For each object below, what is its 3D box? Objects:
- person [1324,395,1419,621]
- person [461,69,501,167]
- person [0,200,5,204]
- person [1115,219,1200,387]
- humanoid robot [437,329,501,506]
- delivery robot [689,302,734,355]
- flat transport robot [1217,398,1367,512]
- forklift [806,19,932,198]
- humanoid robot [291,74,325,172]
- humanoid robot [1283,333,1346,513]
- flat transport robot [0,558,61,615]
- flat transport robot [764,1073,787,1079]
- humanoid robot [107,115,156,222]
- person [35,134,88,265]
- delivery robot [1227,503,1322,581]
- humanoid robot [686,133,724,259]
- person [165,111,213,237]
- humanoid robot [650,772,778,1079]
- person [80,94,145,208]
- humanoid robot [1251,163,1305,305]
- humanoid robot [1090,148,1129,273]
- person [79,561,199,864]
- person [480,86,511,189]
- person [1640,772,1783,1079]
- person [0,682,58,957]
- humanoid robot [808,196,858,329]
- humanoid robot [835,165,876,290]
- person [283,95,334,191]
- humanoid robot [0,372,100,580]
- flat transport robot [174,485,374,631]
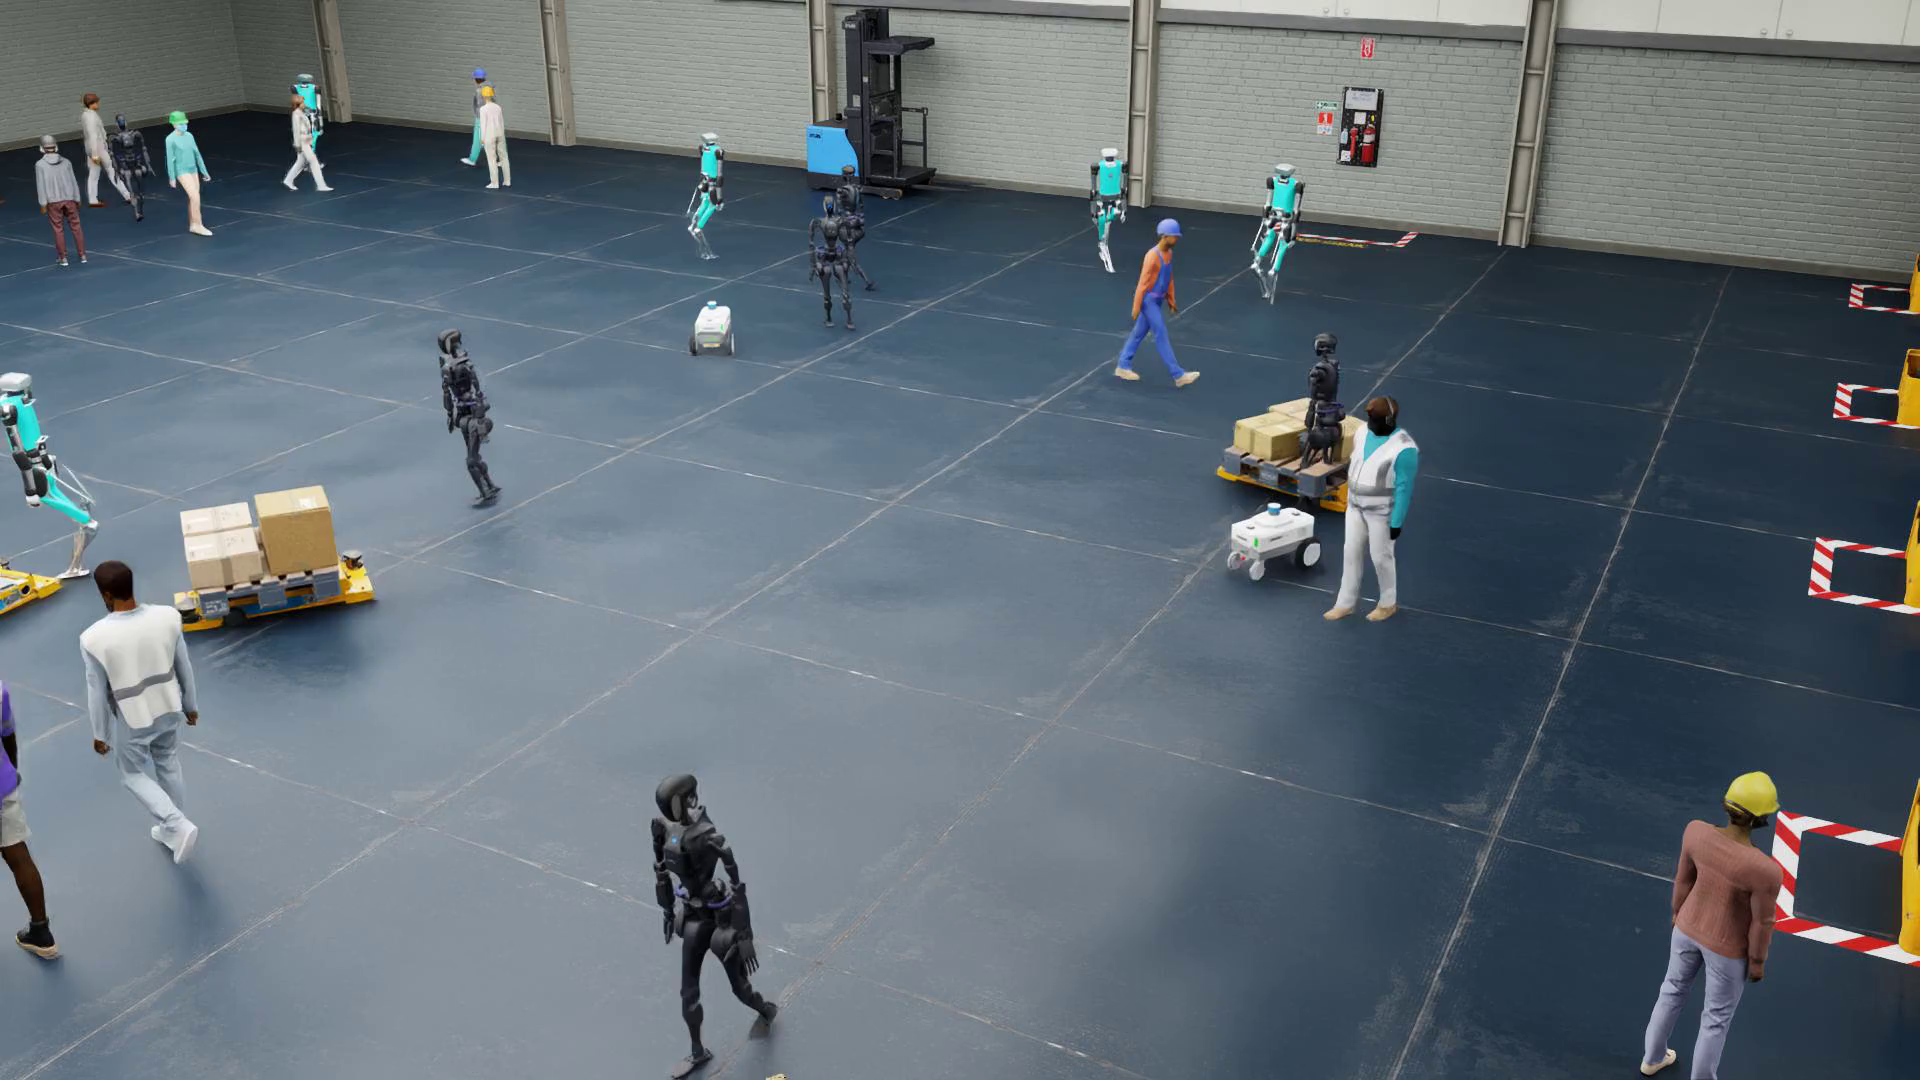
[{"bbox_3d":[3.165,-0.229,12.746,0.572,1.835,0.638,-14,27,-29],"label":"person"},{"bbox_3d":[-8.629,-7.598,29.976,0.893,1.733,0.572,7,24,16],"label":"person"},{"bbox_3d":[-15.868,-6.358,26.904,0.680,1.893,0.451,12,26,26],"label":"person"},{"bbox_3d":[2.178,-2.591,18.189,1.048,1.839,0.539,12,26,25],"label":"person"},{"bbox_3d":[-4.418,-1.128,15.016,0.587,1.632,0.522,17,29,34],"label":"humanoid robot"},{"bbox_3d":[-2.914,-2.499,19.633,0.499,0.606,0.807,0,23,-1],"label":"delivery robot"},{"bbox_3d":[3.186,-0.588,15.531,1.431,0.231,0.659,20,30,39],"label":"flat transport robot"},{"bbox_3d":[-1.573,-7.292,27.850,1.873,2.768,1.129,12,26,25],"label":"forklift"},{"bbox_3d":[-11.521,-7.260,29.274,0.540,1.747,1.048,0,23,0],"label":"humanoid robot"},{"bbox_3d":[3.222,-1.026,14.784,0.441,1.641,0.603,17,28,34],"label":"humanoid robot"},{"bbox_3d":[-7.826,0.535,12.917,0.659,0.231,1.431,8,25,19],"label":"flat transport robot"},{"bbox_3d":[-0.870,3.372,6.313,0.659,0.231,1.431,-1,23,-2],"label":"flat transport robot"},{"bbox_3d":[-12.883,-5.800,25.926,0.610,1.631,0.740,-17,29,-35],"label":"humanoid robot"},{"bbox_3d":[-12.635,-4.775,23.335,0.552,1.805,0.380,-20,30,-39],"label":"person"},{"bbox_3d":[2.617,-0.020,13.848,0.770,0.595,0.499,-15,28,-31],"label":"delivery robot"},{"bbox_3d":[-3.671,-4.800,23.541,0.678,1.835,0.531,-18,29,-36],"label":"humanoid robot"},{"bbox_3d":[-11.487,-5.480,24.912,0.637,1.850,0.566,7,24,17],"label":"person"},{"bbox_3d":[-1.194,1.850,8.136,0.630,1.642,0.656,20,30,39],"label":"humanoid robot"},{"bbox_3d":[-13.797,-6.287,26.864,0.888,1.795,0.515,-15,28,-31],"label":"person"},{"bbox_3d":[4.006,-3.852,21.414,0.538,1.903,0.753,18,29,36],"label":"humanoid robot"},{"bbox_3d":[2.006,-4.599,23.067,0.542,1.757,1.038,-3,23,-8],"label":"humanoid robot"},{"bbox_3d":[-4.717,1.029,9.701,0.604,1.896,0.618,15,27,31],"label":"person"},{"bbox_3d":[-7.933,-6.836,28.266,0.327,1.696,0.474,18,29,36],"label":"person"},{"bbox_3d":[3.602,1.882,7.898,0.342,1.758,0.519,-13,26,-27],"label":"person"},{"bbox_3d":[-5.377,1.328,8.981,0.998,1.907,0.628,13,27,28],"label":"person"},{"bbox_3d":[-1.544,-3.376,20.254,0.597,1.633,0.557,-6,24,-13],"label":"humanoid robot"},{"bbox_3d":[-1.416,-4.147,22.122,0.772,1.650,0.612,15,28,32],"label":"humanoid robot"},{"bbox_3d":[-11.101,-6.677,28.005,0.794,1.609,0.521,-4,24,-10],"label":"person"},{"bbox_3d":[-7.253,-0.470,13.446,0.665,1.838,0.540,-5,24,-13],"label":"humanoid robot"},{"bbox_3d":[-5.482,0.385,13.267,1.431,0.231,0.659,-11,26,-24],"label":"flat transport robot"}]
